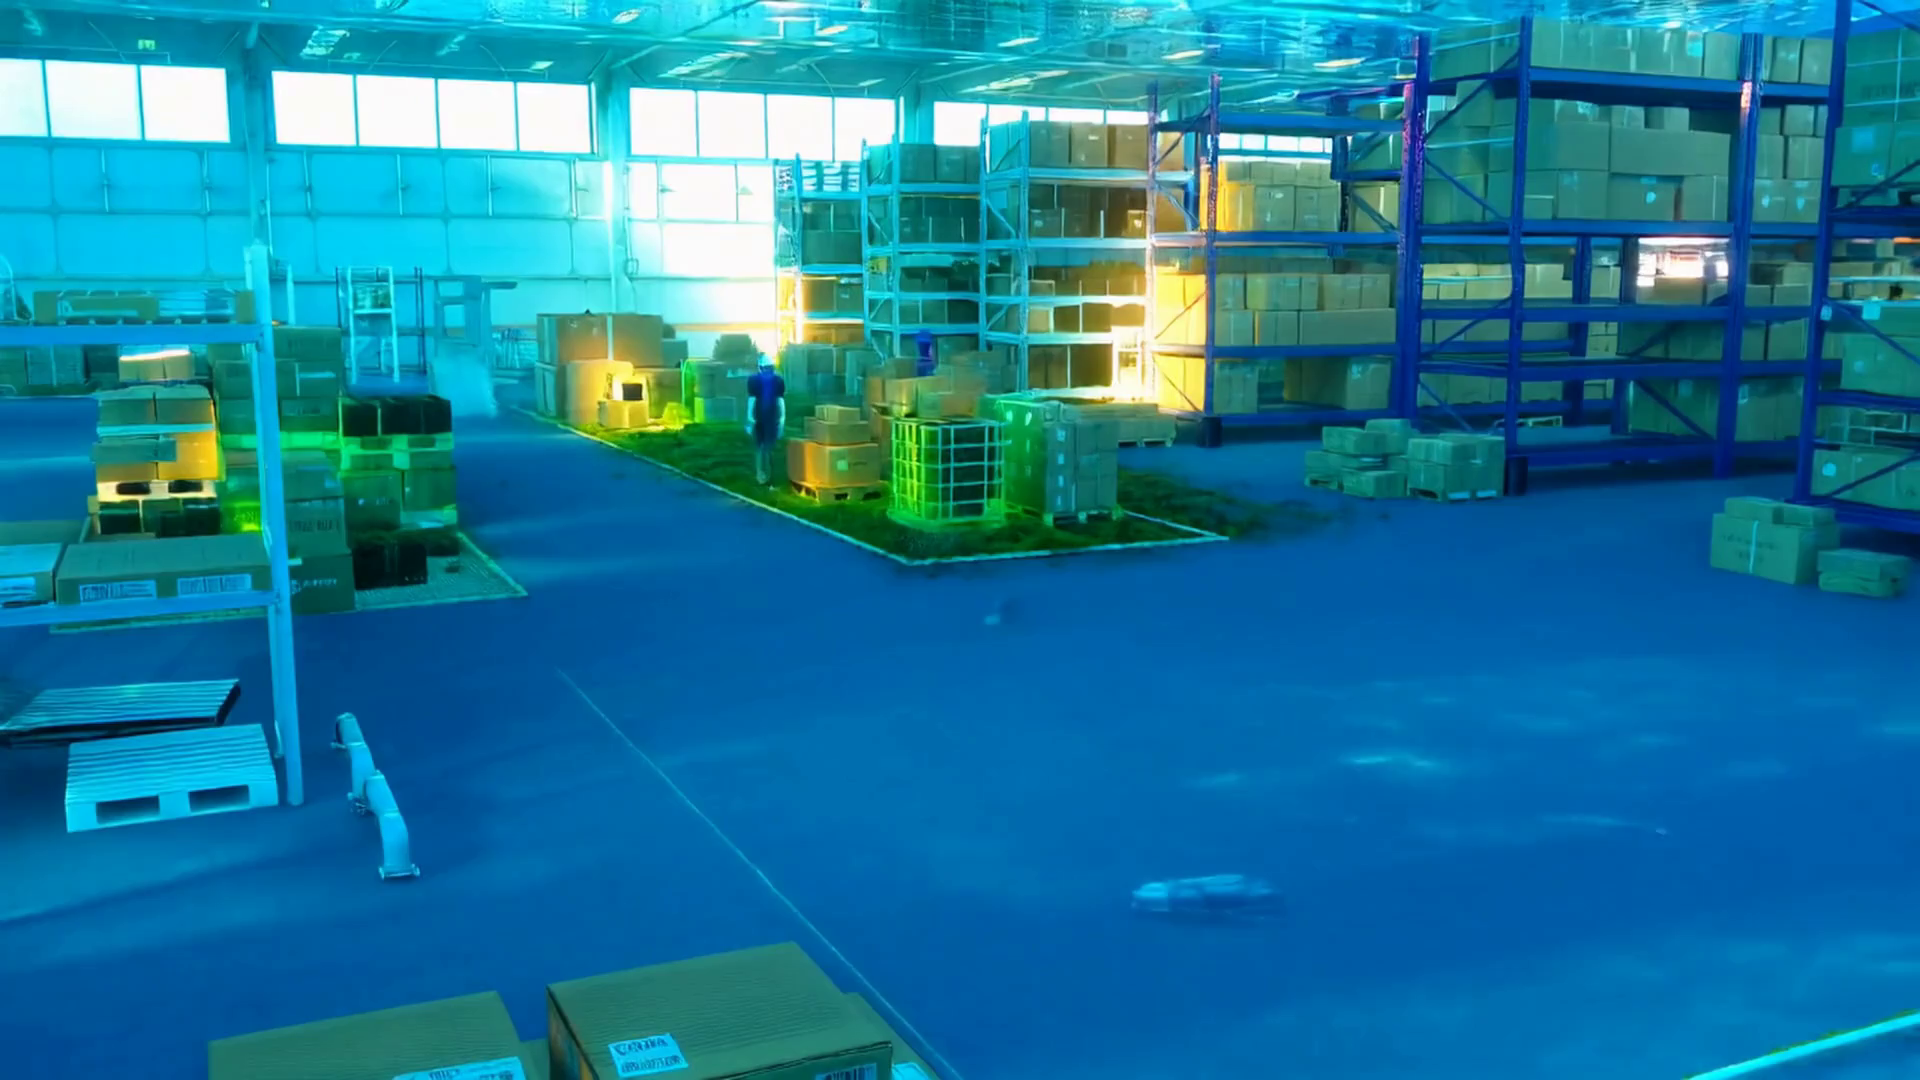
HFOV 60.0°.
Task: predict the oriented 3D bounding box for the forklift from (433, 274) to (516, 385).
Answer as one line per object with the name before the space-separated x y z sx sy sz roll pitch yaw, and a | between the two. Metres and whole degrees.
forklift | -12.304 -5.298 41.954 1.873 2.768 1.129 -4 10 -25

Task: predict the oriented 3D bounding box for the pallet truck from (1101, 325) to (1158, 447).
pallet truck | 2.881 -2.596 27.923 0.823 1.965 1.885 -1 9 -7

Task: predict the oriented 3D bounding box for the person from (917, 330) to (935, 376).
person | -0.792 -3.892 37.187 0.515 1.605 0.827 5 10 29

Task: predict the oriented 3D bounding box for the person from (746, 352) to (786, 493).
person | -2.564 -1.564 21.966 0.535 1.856 0.621 -1 9 -8

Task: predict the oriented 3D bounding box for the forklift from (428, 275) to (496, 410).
forklift | -10.487 -4.137 34.753 1.129 2.768 1.873 -4 10 -25
